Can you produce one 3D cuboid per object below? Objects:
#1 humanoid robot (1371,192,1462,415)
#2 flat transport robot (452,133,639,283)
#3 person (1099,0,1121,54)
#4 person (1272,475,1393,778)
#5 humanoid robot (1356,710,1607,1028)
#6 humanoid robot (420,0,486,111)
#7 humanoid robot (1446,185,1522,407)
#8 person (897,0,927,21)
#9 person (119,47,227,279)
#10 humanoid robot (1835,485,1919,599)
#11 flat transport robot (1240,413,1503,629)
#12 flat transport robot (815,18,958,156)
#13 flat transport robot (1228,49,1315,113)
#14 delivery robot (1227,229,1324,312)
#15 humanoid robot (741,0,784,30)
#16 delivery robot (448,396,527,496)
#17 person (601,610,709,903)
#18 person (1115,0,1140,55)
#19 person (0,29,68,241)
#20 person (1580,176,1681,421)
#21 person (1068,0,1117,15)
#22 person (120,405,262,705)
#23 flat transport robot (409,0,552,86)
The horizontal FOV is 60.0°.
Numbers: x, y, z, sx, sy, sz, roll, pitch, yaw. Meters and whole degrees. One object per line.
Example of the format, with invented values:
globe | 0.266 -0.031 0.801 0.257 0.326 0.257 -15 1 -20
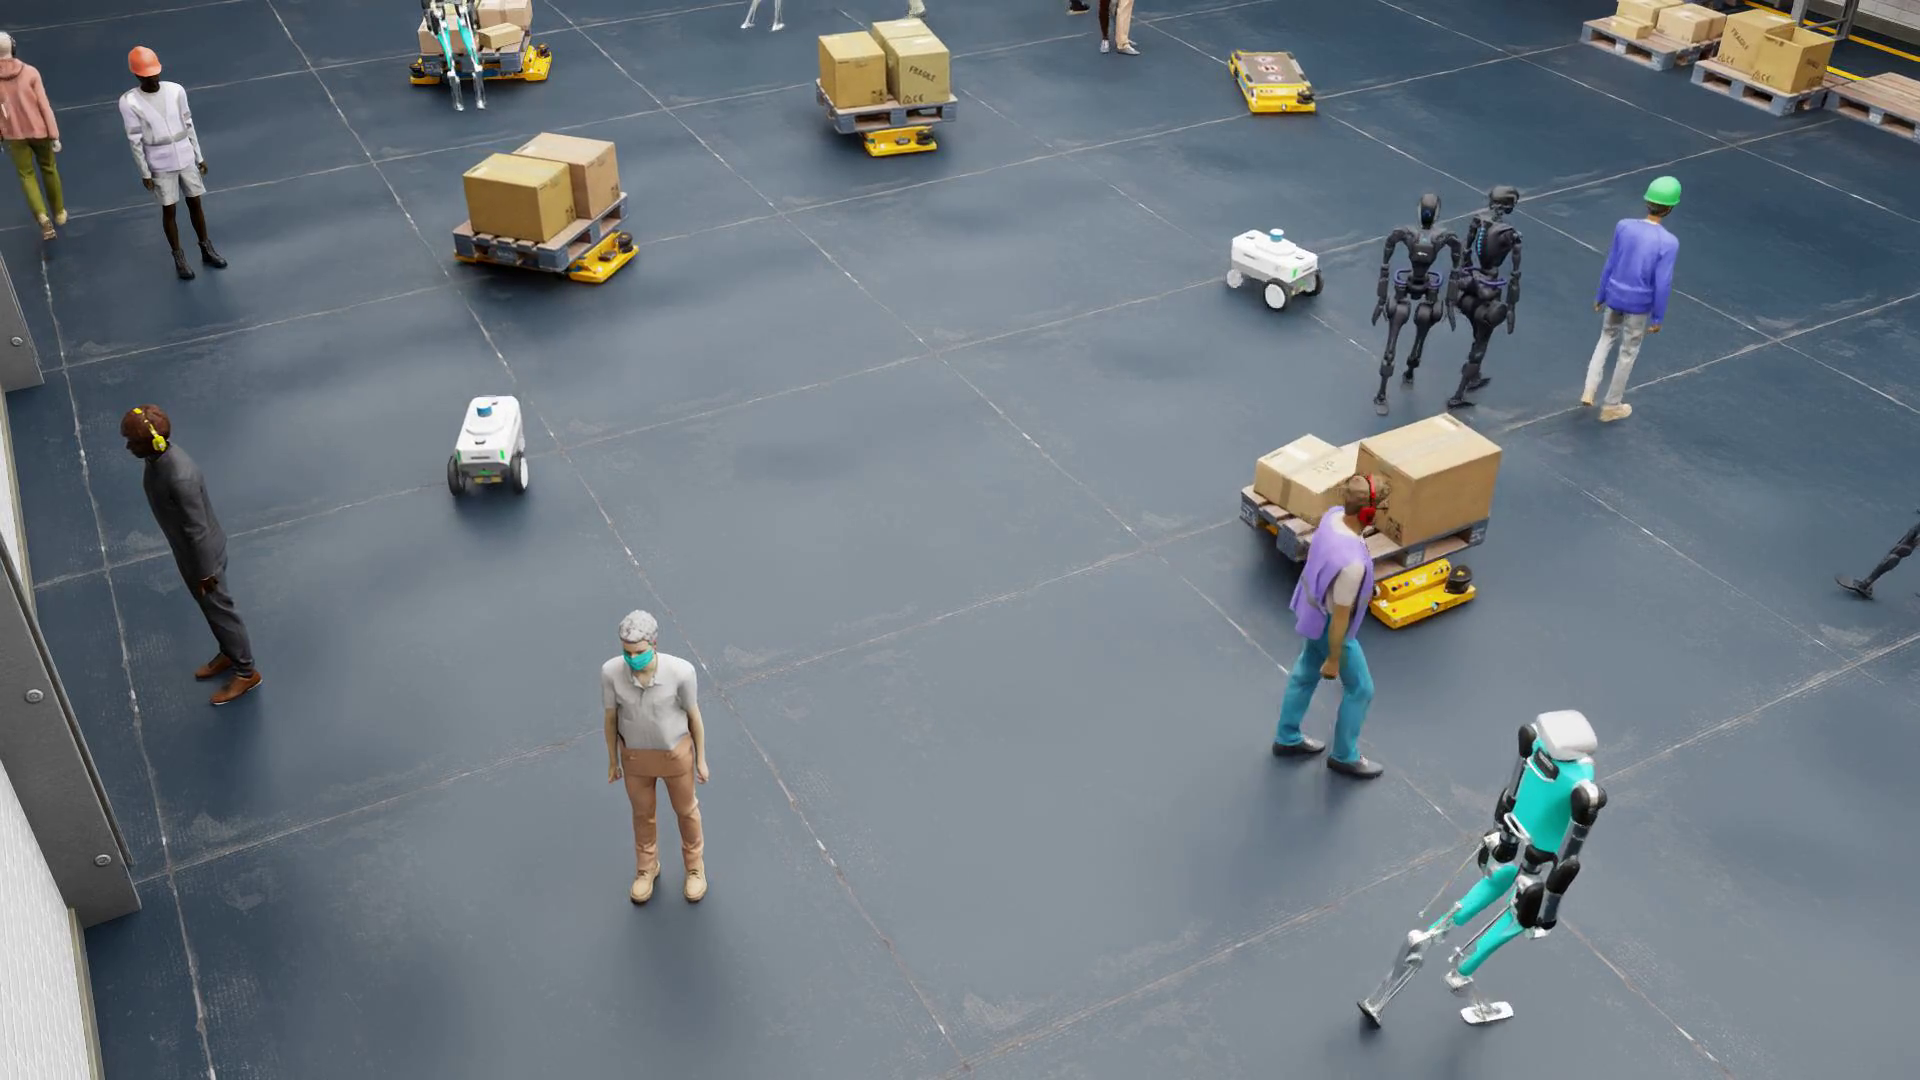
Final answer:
humanoid robot | 3.292 -1.732 11.997 0.592 1.647 0.630 8 36 11
flat transport robot | -3.562 -2.518 14.311 1.431 0.231 0.659 11 37 16
person | 1.693 -6.380 18.386 0.601 1.917 0.592 -4 35 -6
person | 2.051 0.449 8.719 0.704 1.816 0.575 -2 35 -3
humanoid robot | 2.193 1.546 7.269 0.917 1.804 0.556 -8 36 -11
humanoid robot | -5.124 -5.197 16.849 0.540 1.769 0.701 -14 37 -19
humanoid robot | 3.837 -1.781 12.037 0.586 1.637 0.589 -18 39 -24
person | -0.603 -6.837 19.121 0.461 1.820 0.606 -10 36 -14
person | -6.490 -3.112 13.707 0.370 1.934 0.550 28 43 33
humanoid robot | 5.882 -0.320 9.973 0.746 1.627 0.609 17 38 22
flat transport robot | 2.566 0.033 10.669 0.659 0.231 1.431 -18 39 -23
flat transport robot | -0.749 -4.225 16.748 0.659 0.231 1.431 -10 36 -14
flat transport robot | 3.307 -4.888 17.695 0.659 0.231 1.431 -1 35 -2
delivery robot | 2.596 -2.248 13.693 0.499 0.614 0.812 -27 43 -33
humanoid robot | -2.310 -6.719 19.044 0.811 1.778 0.530 -29 44 -35
delivery robot | -3.228 -0.680 11.417 0.499 0.571 0.756 -2 35 -3
person | -1.446 1.035 7.949 0.478 1.746 0.316 0 35 1
person | 1.883 -6.238 18.396 0.375 1.675 0.475 1 35 1
person | -8.069 -3.490 14.359 0.530 1.801 0.808 -16 38 -22
person | 4.733 -1.679 11.726 0.514 1.858 0.392 30 45 35
person | 1.712 -7.152 19.494 0.957 1.913 0.629 -15 38 -20
person | -4.258 0.065 9.232 0.367 1.869 0.493 -26 43 -32
flat transport robot | -5.212 -5.178 18.109 1.431 0.231 0.659 -3 35 -5
